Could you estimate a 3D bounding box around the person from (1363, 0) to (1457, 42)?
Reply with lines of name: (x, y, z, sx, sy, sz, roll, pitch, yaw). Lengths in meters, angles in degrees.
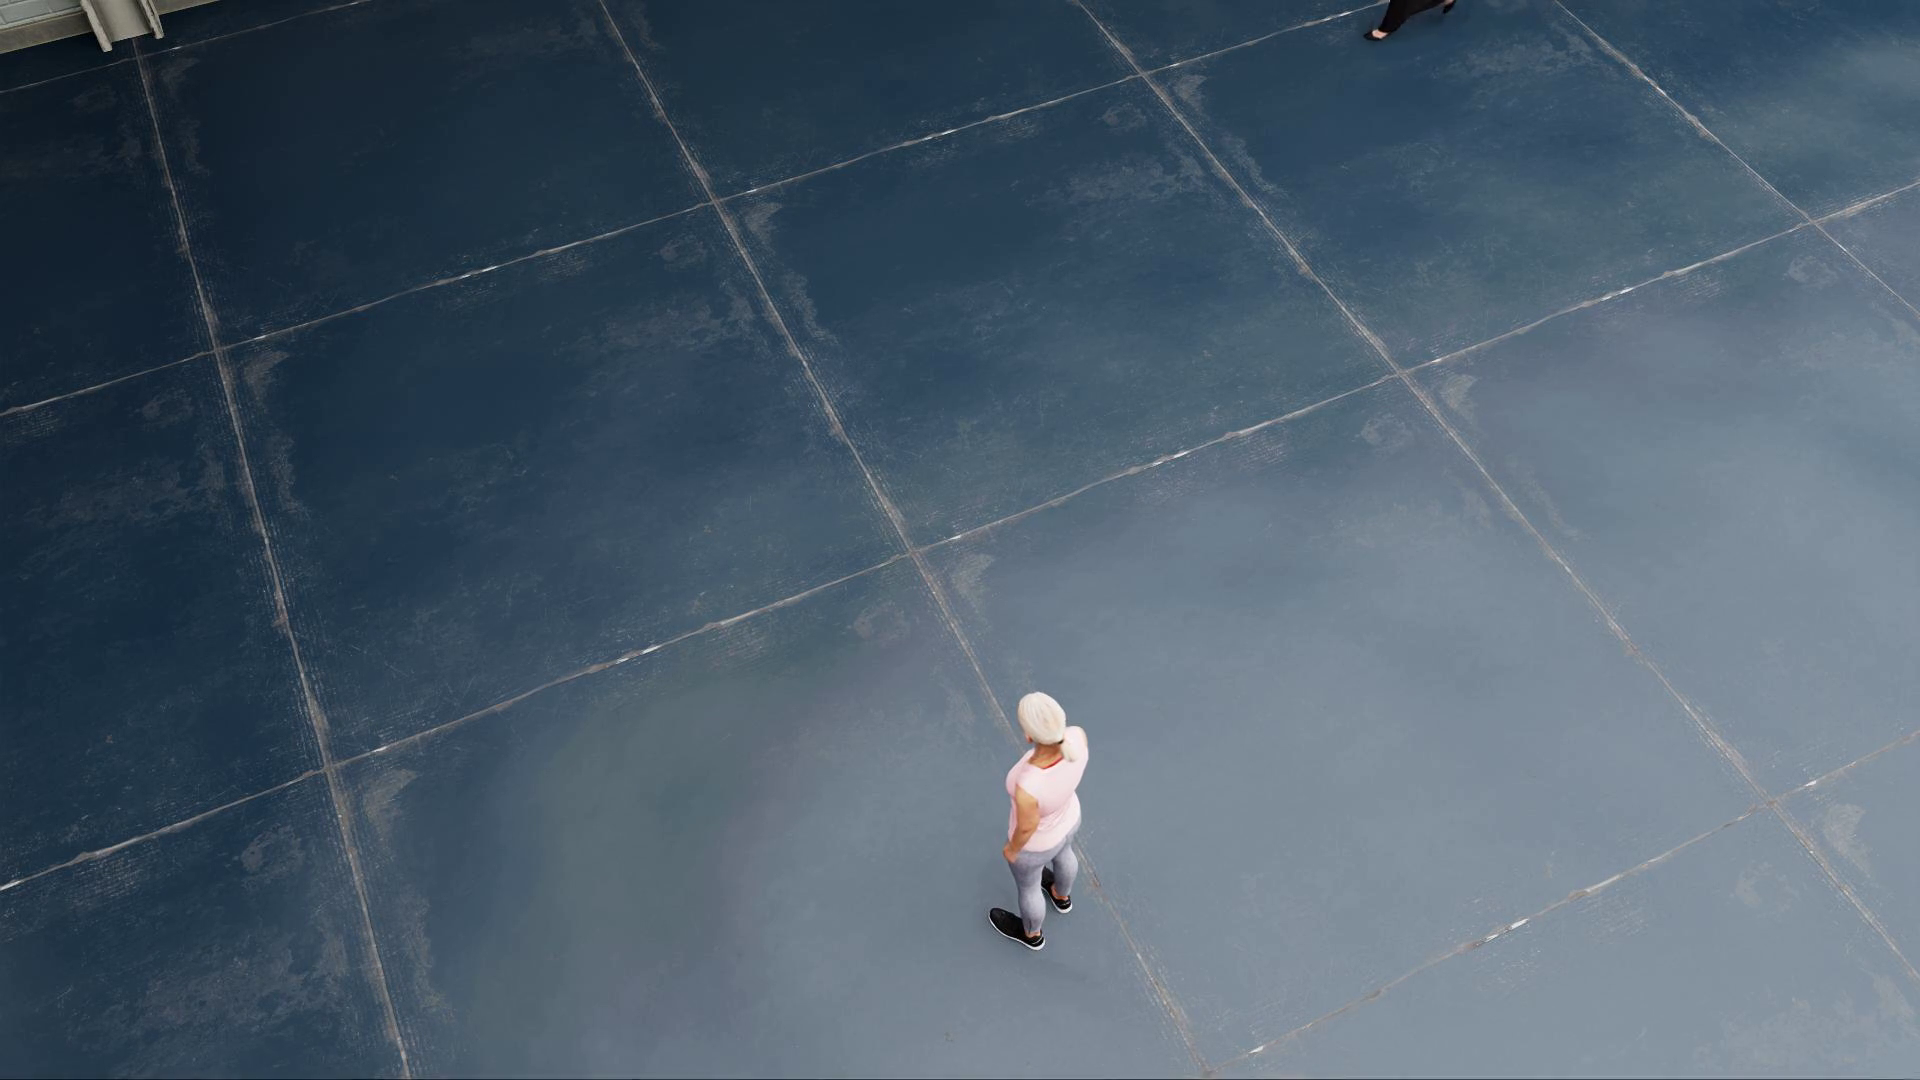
person: (3.044, -3.934, 10.665, 0.993, 1.578, 0.732, -9, 53, -7)

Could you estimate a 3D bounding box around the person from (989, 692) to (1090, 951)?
person: (0.341, 1.134, 6.651, 0.696, 1.721, 0.582, 35, 60, 24)
